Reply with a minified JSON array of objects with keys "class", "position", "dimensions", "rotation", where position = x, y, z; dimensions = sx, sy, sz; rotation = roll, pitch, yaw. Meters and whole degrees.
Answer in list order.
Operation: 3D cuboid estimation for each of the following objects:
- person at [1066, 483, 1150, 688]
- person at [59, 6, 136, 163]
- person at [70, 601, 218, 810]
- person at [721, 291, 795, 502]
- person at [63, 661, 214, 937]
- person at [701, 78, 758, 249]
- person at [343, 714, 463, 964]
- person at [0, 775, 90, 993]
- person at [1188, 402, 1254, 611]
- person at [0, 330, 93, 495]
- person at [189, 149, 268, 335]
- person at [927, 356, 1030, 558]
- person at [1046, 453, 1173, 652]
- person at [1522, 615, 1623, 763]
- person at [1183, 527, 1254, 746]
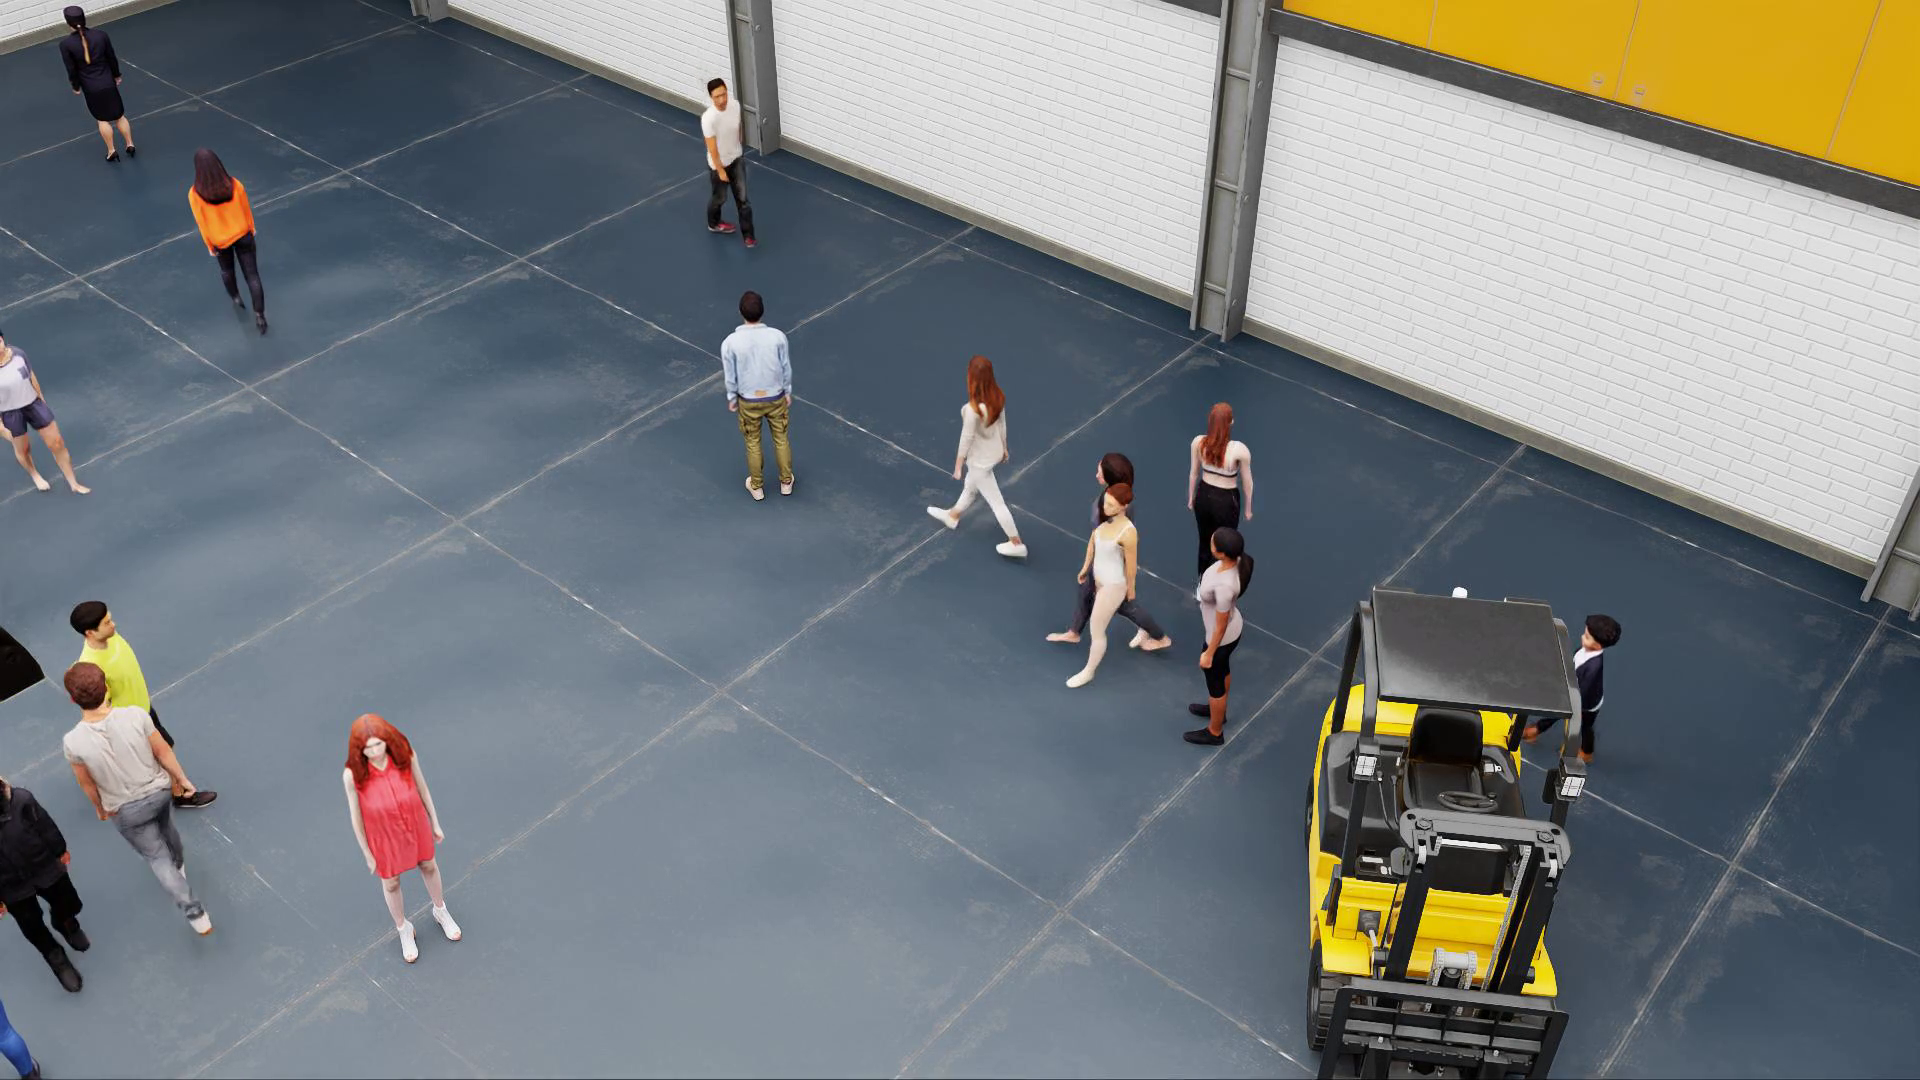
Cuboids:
[{"class":"person","position":[1.100,0.244,11.374],"dimensions":[0.874,1.611,1.038],"rotation":[-18,42,-21]},{"class":"person","position":[-9.168,-4.836,17.688],"dimensions":[0.632,1.671,0.698],"rotation":[31,48,33]},{"class":"person","position":[-5.224,1.065,10.285],"dimensions":[1.029,1.688,1.032],"rotation":[-9,39,-11]},{"class":"person","position":[-1.545,-1.113,12.913],"dimensions":[0.756,1.811,0.778],"rotation":[-8,39,-10]},{"class":"person","position":[-4.694,1.541,9.559],"dimensions":[1.092,1.850,0.685],"rotation":[32,48,34]},{"class":"person","position":[-2.317,-3.721,16.229],"dimensions":[1.058,1.748,0.793],"rotation":[27,46,30]},{"class":"person","position":[-3.176,1.667,9.419],"dimensions":[0.649,1.828,0.602],"rotation":[-23,44,-26]},{"class":"person","position":[-5.271,1.805,9.302],"dimensions":[0.686,1.758,0.749],"rotation":[-28,46,-31]},{"class":"person","position":[1.812,-0.229,11.863],"dimensions":[0.594,1.740,0.719],"rotation":[22,44,26]},{"class":"person","position":[-7.410,-1.048,13.049],"dimensions":[0.825,1.539,0.583],"rotation":[27,46,30]},{"class":"person","position":[-6.496,-2.641,14.898],"dimensions":[0.874,1.722,1.077],"rotation":[-16,41,-20]},{"class":"person","position":[0.247,-0.571,12.348],"dimensions":[1.184,1.670,0.716],"rotation":[22,44,25]},{"class":"person","position":[1.138,0.132,11.419],"dimensions":[1.191,1.731,1.061],"rotation":[2,39,3]},{"class":"person","position":[4.094,0.991,10.767],"dimensions":[0.873,1.203,0.721],"rotation":[9,39,11]},{"class":"person","position":[1.698,0.613,10.805],"dimensions":[0.671,1.745,0.684],"rotation":[10,40,13]}]
